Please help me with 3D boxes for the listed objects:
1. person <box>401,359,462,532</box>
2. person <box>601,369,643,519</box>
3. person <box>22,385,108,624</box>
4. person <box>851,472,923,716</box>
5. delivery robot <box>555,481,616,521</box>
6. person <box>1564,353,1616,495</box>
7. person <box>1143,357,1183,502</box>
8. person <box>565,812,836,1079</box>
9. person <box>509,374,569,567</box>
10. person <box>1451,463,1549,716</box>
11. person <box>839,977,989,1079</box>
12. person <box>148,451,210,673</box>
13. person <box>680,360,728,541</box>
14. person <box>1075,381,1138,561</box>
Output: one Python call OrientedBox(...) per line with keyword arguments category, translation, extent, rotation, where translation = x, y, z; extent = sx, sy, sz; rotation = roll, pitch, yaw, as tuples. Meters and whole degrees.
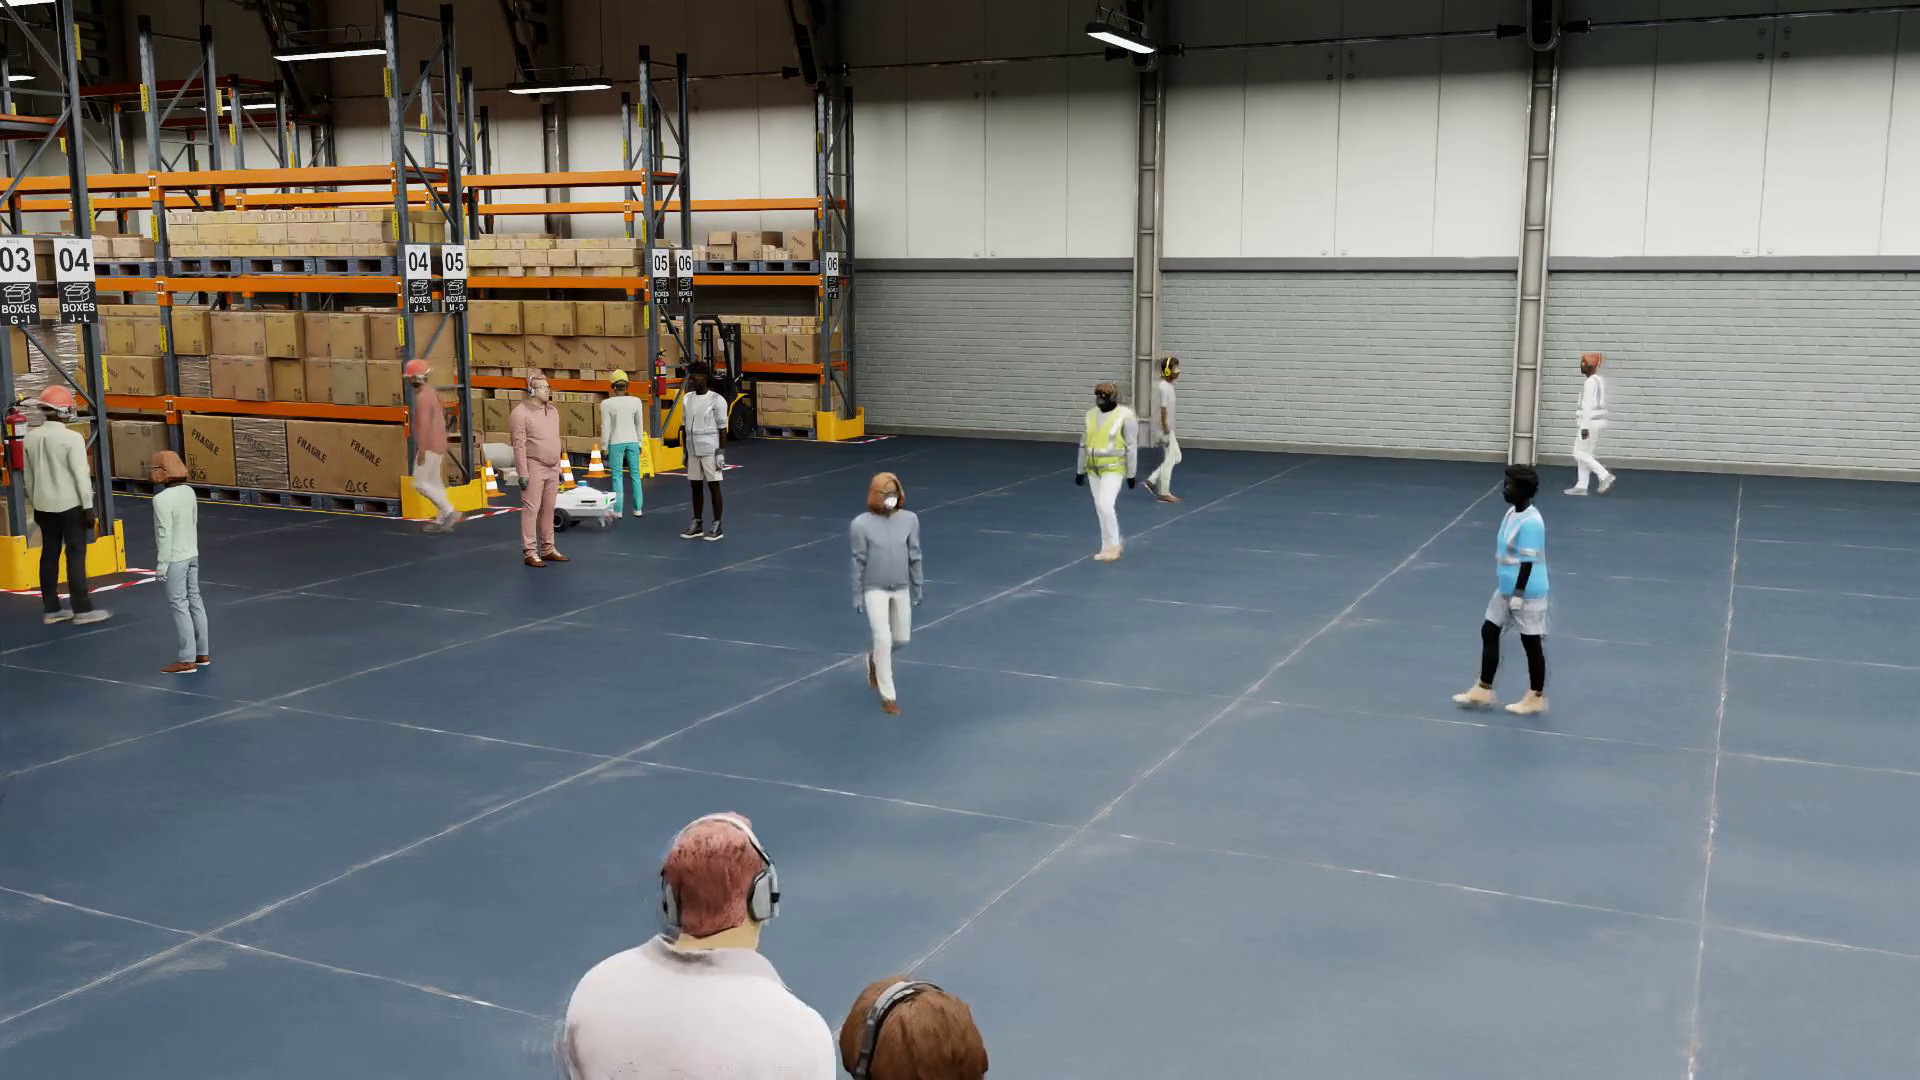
OrientedBox(category="person", translation=(-5.878, -1.026, 18.452), extent=(0.568, 1.962, 0.635), rotation=(-1, 9, -8))
OrientedBox(category="person", translation=(-3.996, -1.129, 19.675), extent=(0.523, 1.769, 0.317), rotation=(-6, 11, -32))
OrientedBox(category="person", translation=(-7.462, -0.293, 13.846), extent=(0.622, 1.992, 0.396), rotation=(3, 10, 16))
OrientedBox(category="person", translation=(-0.517, 0.329, 11.201), extent=(0.506, 1.613, 0.639), rotation=(-5, 10, -27))
OrientedBox(category="delivery robot", translation=(-4.254, -0.427, 18.772), extent=(0.707, 0.478, 0.477), rotation=(2, 10, 6))
OrientedBox(category="person", translation=(8.189, -1.487, 21.547), extent=(0.529, 1.871, 0.610), rotation=(5, 10, 26))
OrientedBox(category="person", translation=(2.614, -1.389, 21.013), extent=(0.443, 1.850, 0.536), rotation=(2, 9, 11))
OrientedBox(category="person", translation=(-0.505, 1.494, 3.357), extent=(0.679, 1.854, 1.020), rotation=(4, 10, 25))
OrientedBox(category="person", translation=(-4.173, -0.696, 16.580), extent=(0.407, 1.913, 0.641), rotation=(4, 10, 24))
OrientedBox(category="person", translation=(3.567, 0.333, 10.954), extent=(0.683, 1.671, 0.553), rotation=(0, 9, 1))
OrientedBox(category="person", translation=(-0.054, 1.599, 2.735), extent=(0.430, 1.839, 0.619), rotation=(6, 11, 31))
OrientedBox(category="person", translation=(-5.737, 0.159, 12.183), extent=(0.266, 1.631, 0.507), rotation=(0, 9, 2))
OrientedBox(category="person", translation=(-2.796, -0.976, 18.124), extent=(0.607, 1.966, 0.373), rotation=(6, 11, 33))
OrientedBox(category="person", translation=(1.443, -0.681, 16.744), extent=(0.494, 1.823, 0.642), rotation=(-8, 12, -42))
